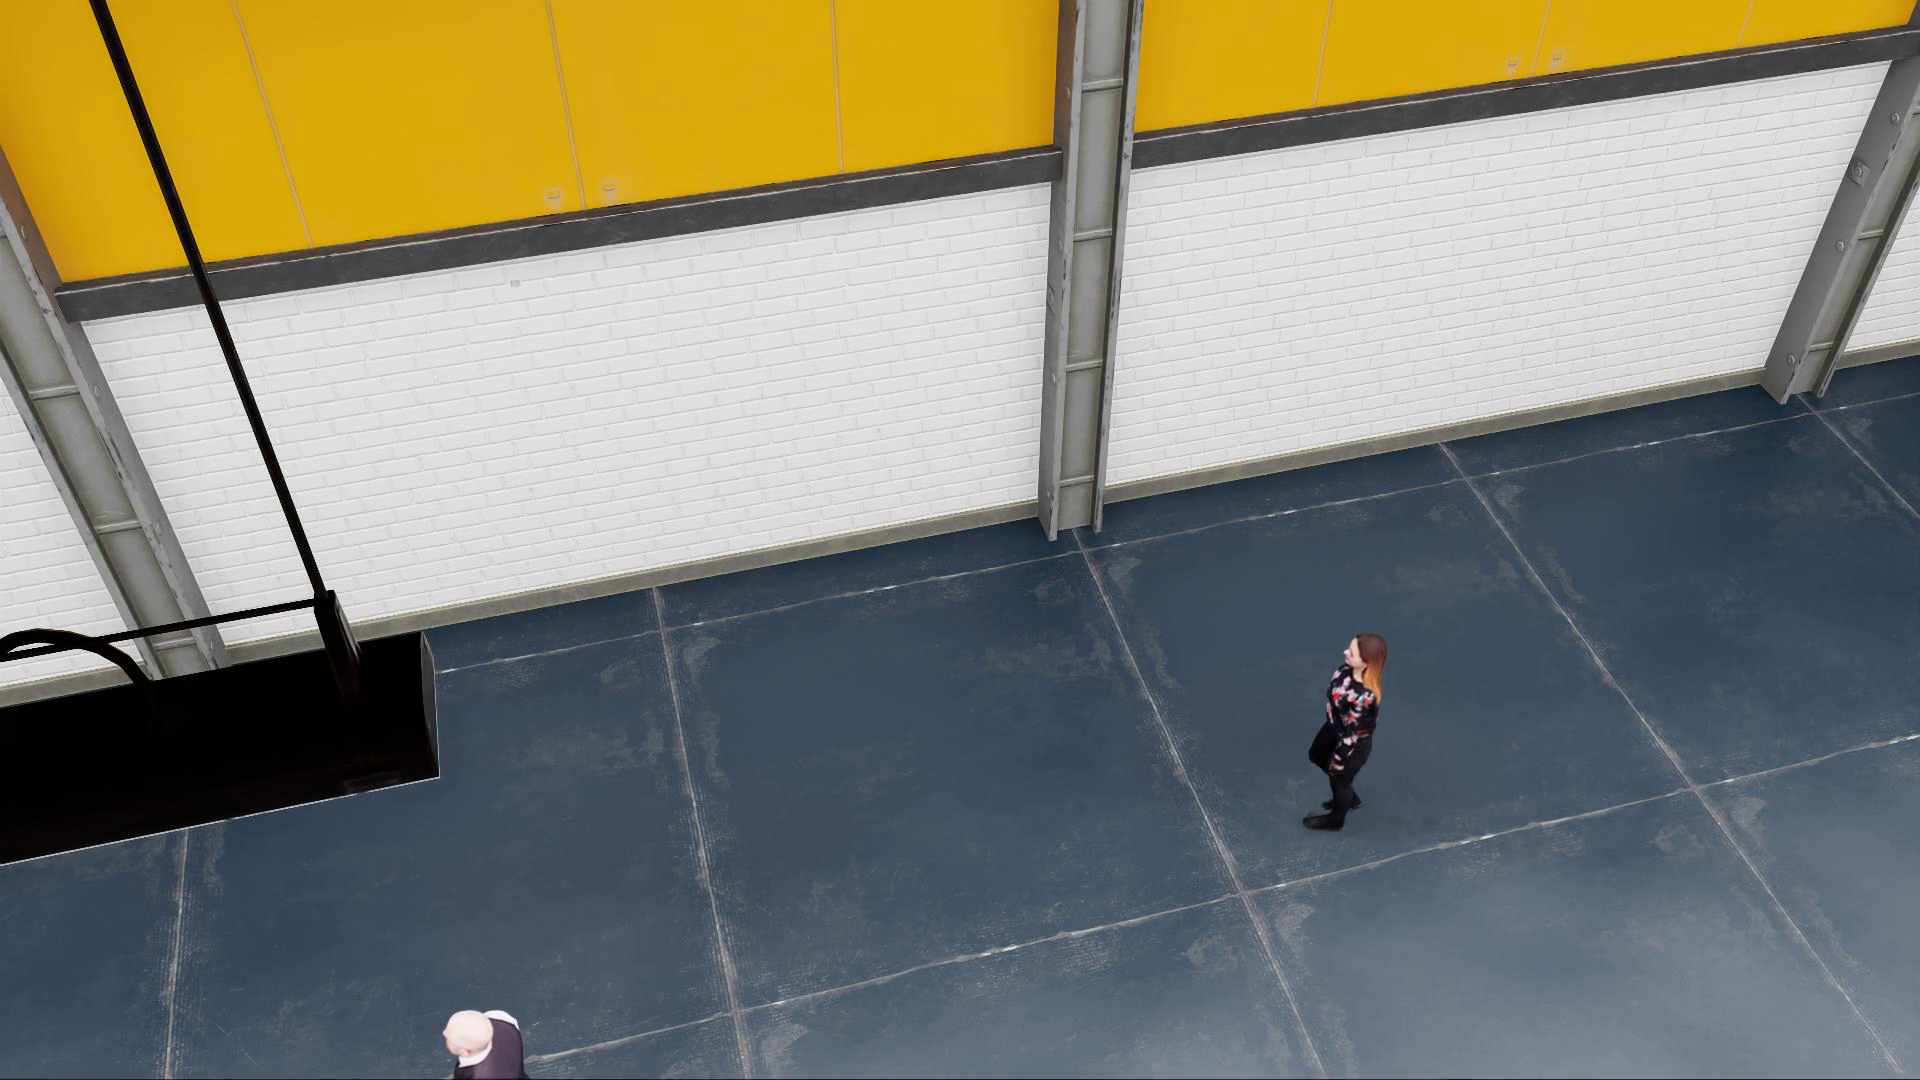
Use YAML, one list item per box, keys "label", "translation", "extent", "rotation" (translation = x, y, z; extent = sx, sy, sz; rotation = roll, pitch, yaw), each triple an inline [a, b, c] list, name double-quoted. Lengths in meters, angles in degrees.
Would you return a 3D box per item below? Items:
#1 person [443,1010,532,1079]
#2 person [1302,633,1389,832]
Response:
- label: "person"
  translation: [-2.120, 2.709, 7.754]
  extent: [0.674, 1.824, 0.739]
  rotation: [-1, 44, -2]
- label: "person"
  translation: [2.300, 1.126, 9.523]
  extent: [0.708, 1.675, 0.684]
  rotation: [5, 44, 5]
